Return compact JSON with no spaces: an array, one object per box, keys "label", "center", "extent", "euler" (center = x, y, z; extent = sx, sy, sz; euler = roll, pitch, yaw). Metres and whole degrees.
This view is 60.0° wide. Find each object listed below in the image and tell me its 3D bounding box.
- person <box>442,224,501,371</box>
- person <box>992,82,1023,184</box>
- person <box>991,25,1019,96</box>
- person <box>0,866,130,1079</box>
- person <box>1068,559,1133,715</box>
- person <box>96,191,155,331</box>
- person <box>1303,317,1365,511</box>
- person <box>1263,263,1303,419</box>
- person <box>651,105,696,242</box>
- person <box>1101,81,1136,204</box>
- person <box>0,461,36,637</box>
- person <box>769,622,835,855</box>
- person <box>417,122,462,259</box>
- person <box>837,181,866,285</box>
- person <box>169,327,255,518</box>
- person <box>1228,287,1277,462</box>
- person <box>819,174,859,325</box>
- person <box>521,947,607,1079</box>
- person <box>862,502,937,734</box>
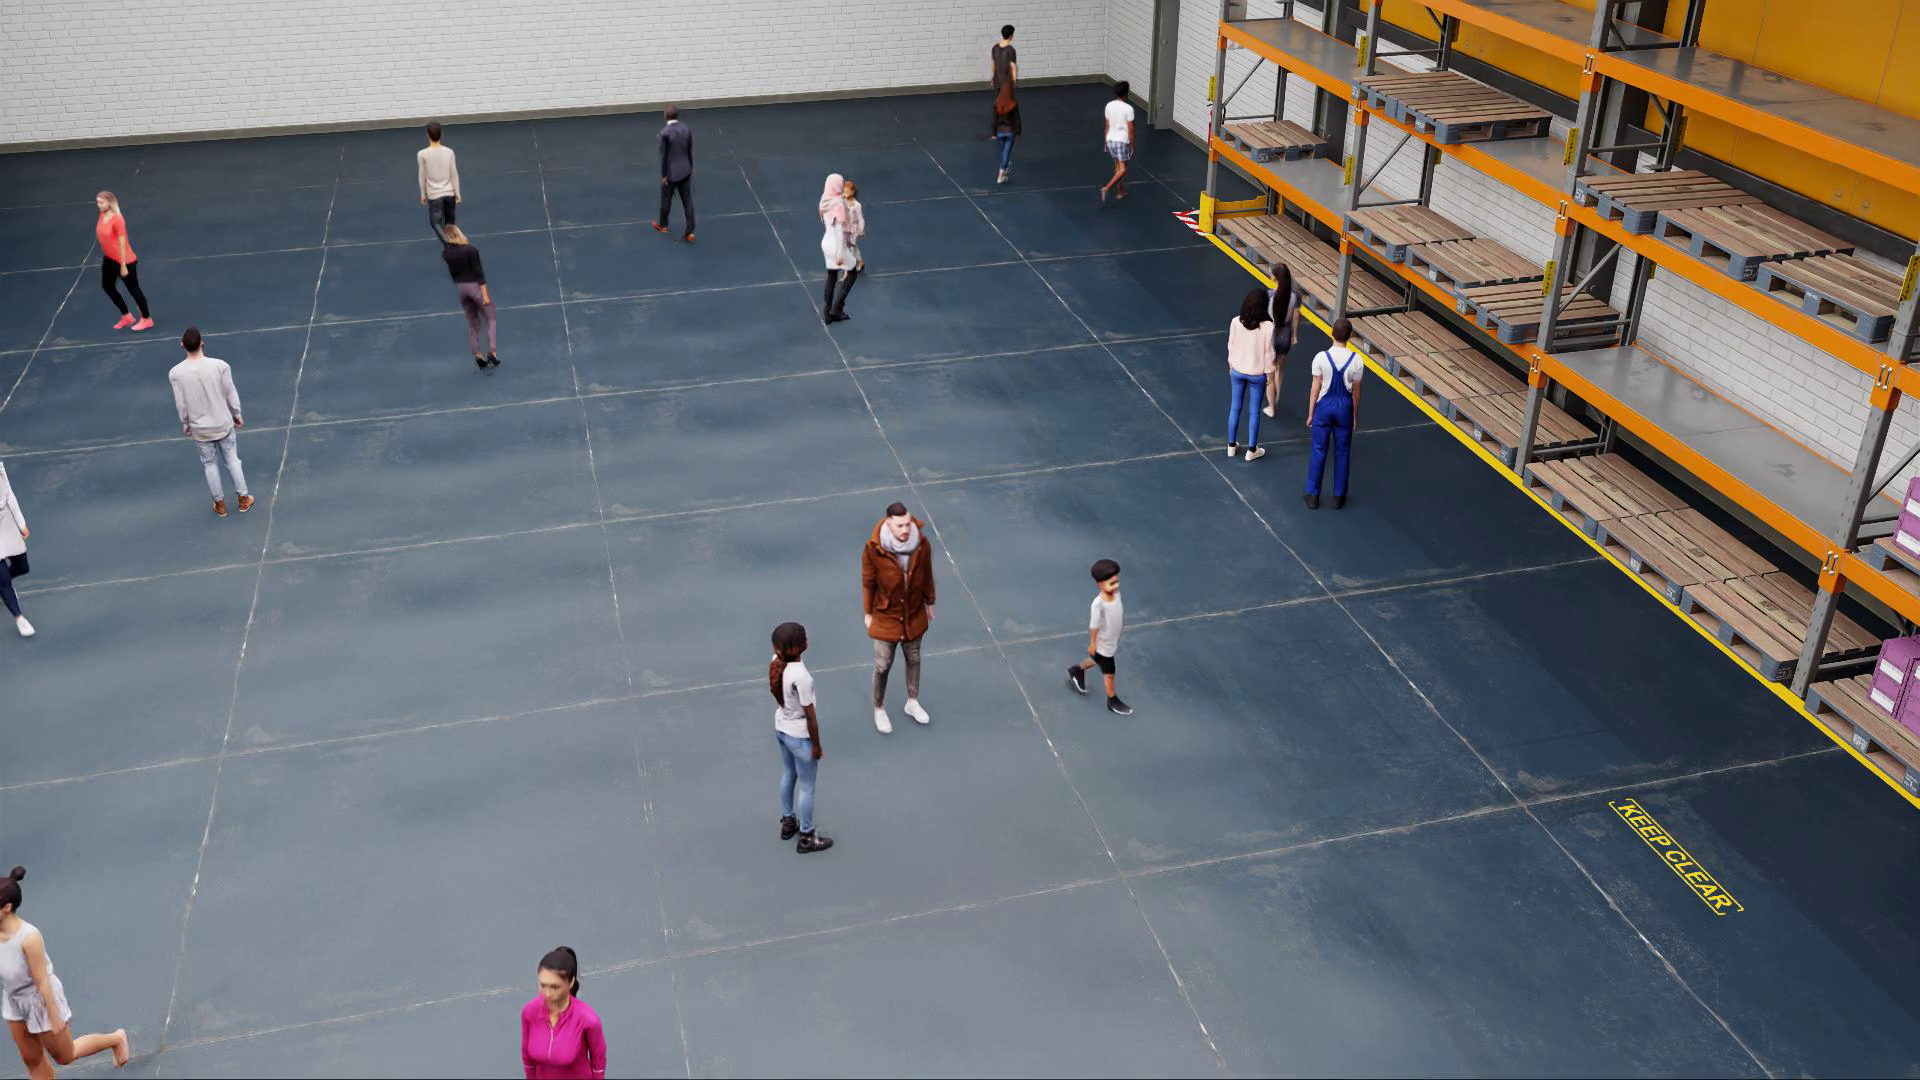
[{"label":"person","center":[-5.391,-2.652,18.348],"extent":[0.766,1.625,0.763],"euler":[14,32,24]},{"label":"person","center":[0.666,-6.028,24.731],"extent":[0.895,1.439,1.047],"euler":[9,30,15]},{"label":"person","center":[0.678,-7.539,27.226],"extent":[0.699,1.703,0.787],"euler":[22,36,35]},{"label":"person","center":[-4.949,2.456,9.020],"extent":[0.877,1.590,0.953],"euler":[14,32,24]},{"label":"person","center":[1.055,0.698,12.604],"extent":[0.909,1.244,0.781],"euler":[21,35,34]},{"label":"person","center":[-9.706,-3.269,19.420],"extent":[0.745,1.680,0.810],"euler":[19,34,30]},{"label":"person","center":[3.451,-1.172,15.400],"extent":[0.710,1.849,0.712],"euler":[4,29,7]},{"label":"person","center":[3.298,-2.031,17.206],"extent":[0.591,1.629,0.719],"euler":[-6,29,-11]},{"label":"person","center":[-3.744,-4.872,22.243],"extent":[1.004,1.793,1.185],"euler":[-22,36,-35]},{"label":"person","center":[2.229,-5.642,23.741],"extent":[1.060,1.709,1.039],"euler":[22,36,35]},{"label":"person","center":[-7.855,-0.079,13.490],"extent":[1.029,1.760,0.913],"euler":[23,36,35]},{"label":"person","center":[-1.083,1.292,11.020],"extent":[0.713,1.719,0.573],"euler":[-18,33,-30]},{"label":"person","center":[-6.621,-4.377,21.269],"extent":[0.861,1.855,1.076],"euler":[-17,33,-29]},{"label":"person","center":[-1.363,-3.920,21.041],"extent":[0.925,1.271,0.993],"euler":[14,31,23]},{"label":"person","center":[-6.870,-1.094,15.266],"extent":[0.716,1.840,0.608],"euler":[-11,31,-20]},{"label":"person","center":[2.839,-1.634,16.331],"extent":[0.709,1.769,0.781],"euler":[17,33,28]},{"label":"person","center":[-1.526,-3.384,19.516],"extent":[0.813,1.791,0.711],"euler":[-21,35,-34]},{"label":"person","center":[-1.958,2.751,8.368],"extent":[0.669,1.696,0.691],"euler":[4,29,7]},{"label":"person","center":[-0.462,0.532,12.291],"extent":[0.766,1.835,0.749],"euler":[-12,31,-21]}]
